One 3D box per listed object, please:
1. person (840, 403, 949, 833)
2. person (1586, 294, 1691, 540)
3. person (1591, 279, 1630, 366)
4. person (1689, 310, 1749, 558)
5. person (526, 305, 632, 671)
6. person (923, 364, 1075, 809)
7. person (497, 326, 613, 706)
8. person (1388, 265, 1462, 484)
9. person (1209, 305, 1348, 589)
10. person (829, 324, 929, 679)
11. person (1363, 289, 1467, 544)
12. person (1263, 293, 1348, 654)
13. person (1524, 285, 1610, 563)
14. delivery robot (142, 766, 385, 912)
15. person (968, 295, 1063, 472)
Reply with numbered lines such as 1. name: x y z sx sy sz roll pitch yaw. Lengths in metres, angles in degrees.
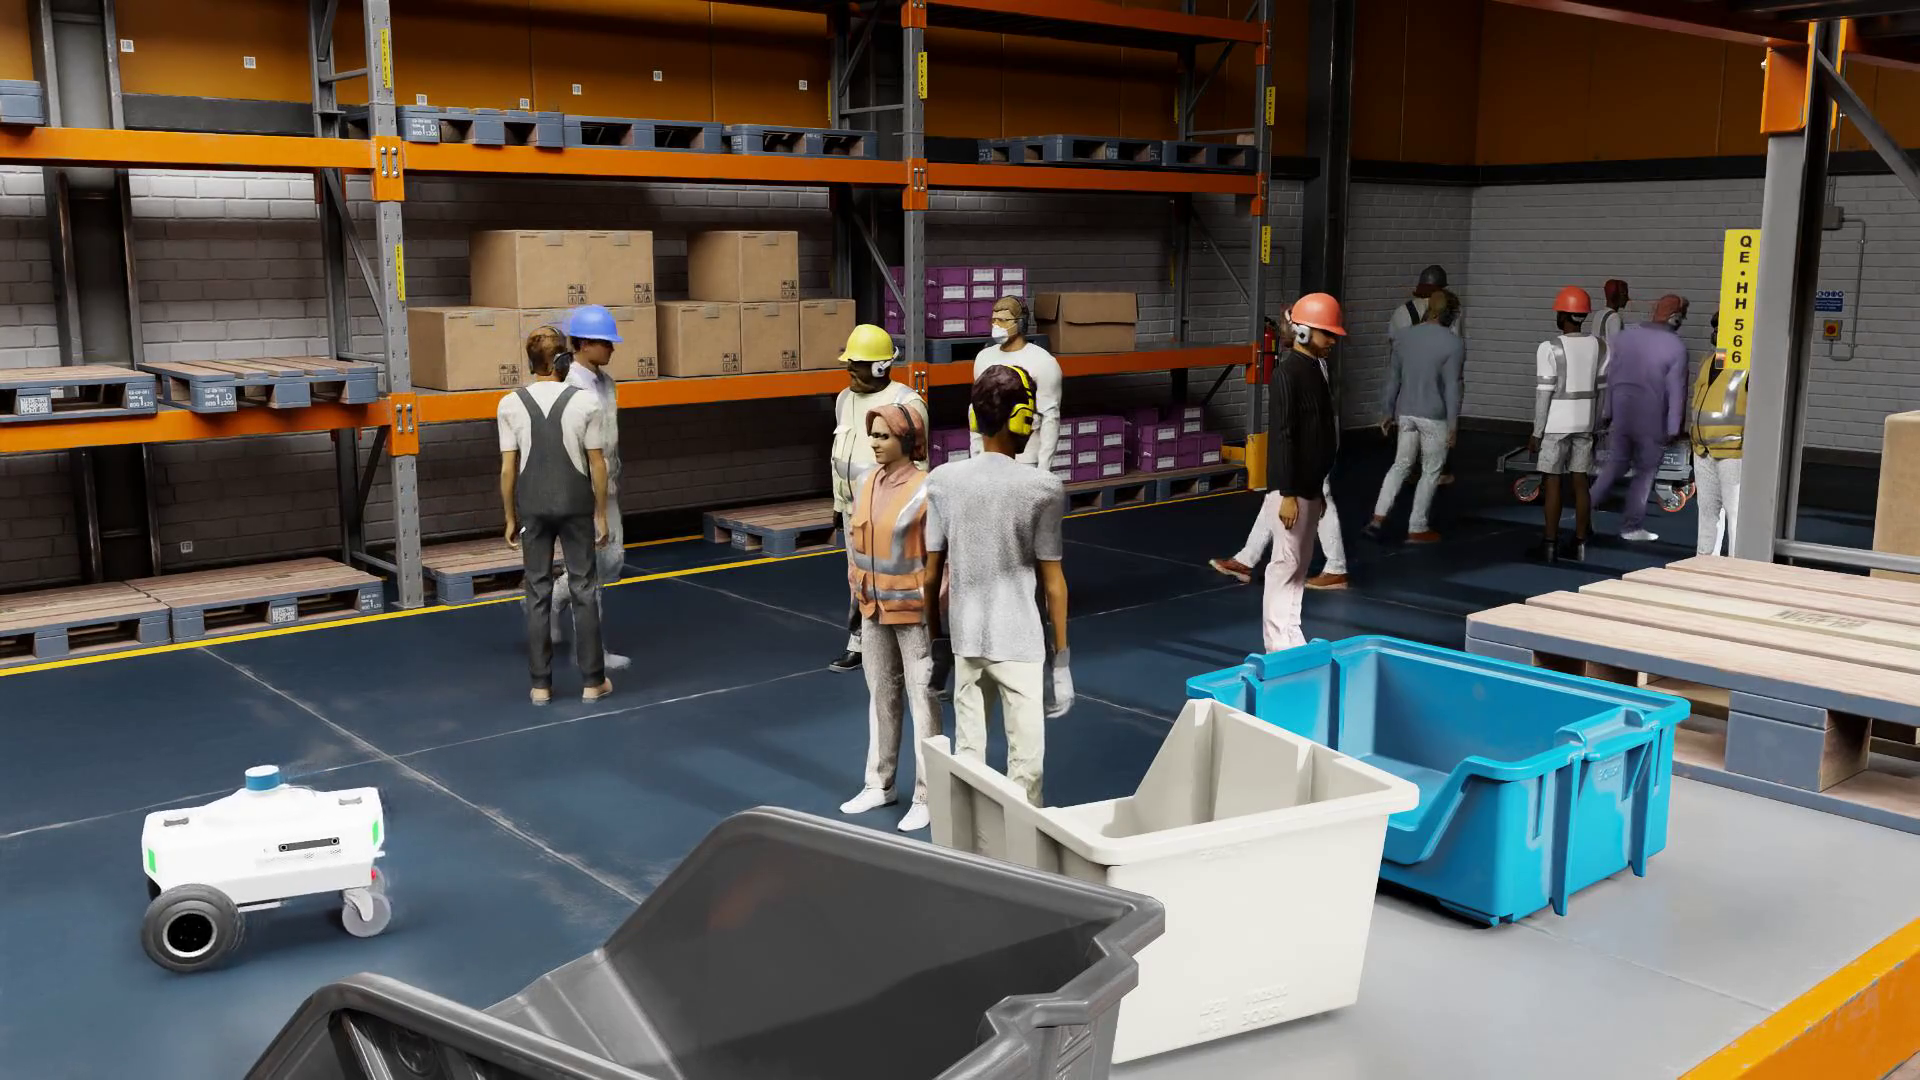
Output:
1. person: -0.238 0.290 6.385 0.513 1.642 0.311 10 14 43
2. person: 5.029 -0.886 12.362 0.620 1.865 0.708 -6 12 -30
3. person: 6.384 -1.622 16.414 0.337 1.881 0.584 0 10 2
4. person: 4.879 -0.567 10.622 0.429 1.842 0.632 -2 10 -14
5. person: -2.028 -0.272 8.746 0.615 1.925 0.641 3 11 16
6. person: 0.123 0.374 5.294 0.521 1.865 0.334 6 12 29
7. person: -1.959 -0.110 8.064 0.507 1.842 0.351 -1 10 -4
8. person: 4.389 -1.550 15.571 0.689 2.000 0.538 8 13 38
9. person: 2.096 -0.583 10.715 0.960 1.835 0.596 0 10 -1
10. person: -0.439 -0.187 8.530 0.599 1.827 0.403 8 13 38
11. person: 3.371 -0.894 12.289 0.583 1.906 0.680 -7 13 -36
12. person: 1.763 -0.269 8.551 0.392 1.986 0.610 5 11 25
13. person: 4.251 -0.805 11.677 0.545 1.942 0.350 -3 10 -15
14. delivery robot: -2.228 0.970 5.353 0.707 0.478 0.477 -4 11 -22
15. person: 0.299 -0.448 9.681 0.627 1.941 0.370 8 13 39
